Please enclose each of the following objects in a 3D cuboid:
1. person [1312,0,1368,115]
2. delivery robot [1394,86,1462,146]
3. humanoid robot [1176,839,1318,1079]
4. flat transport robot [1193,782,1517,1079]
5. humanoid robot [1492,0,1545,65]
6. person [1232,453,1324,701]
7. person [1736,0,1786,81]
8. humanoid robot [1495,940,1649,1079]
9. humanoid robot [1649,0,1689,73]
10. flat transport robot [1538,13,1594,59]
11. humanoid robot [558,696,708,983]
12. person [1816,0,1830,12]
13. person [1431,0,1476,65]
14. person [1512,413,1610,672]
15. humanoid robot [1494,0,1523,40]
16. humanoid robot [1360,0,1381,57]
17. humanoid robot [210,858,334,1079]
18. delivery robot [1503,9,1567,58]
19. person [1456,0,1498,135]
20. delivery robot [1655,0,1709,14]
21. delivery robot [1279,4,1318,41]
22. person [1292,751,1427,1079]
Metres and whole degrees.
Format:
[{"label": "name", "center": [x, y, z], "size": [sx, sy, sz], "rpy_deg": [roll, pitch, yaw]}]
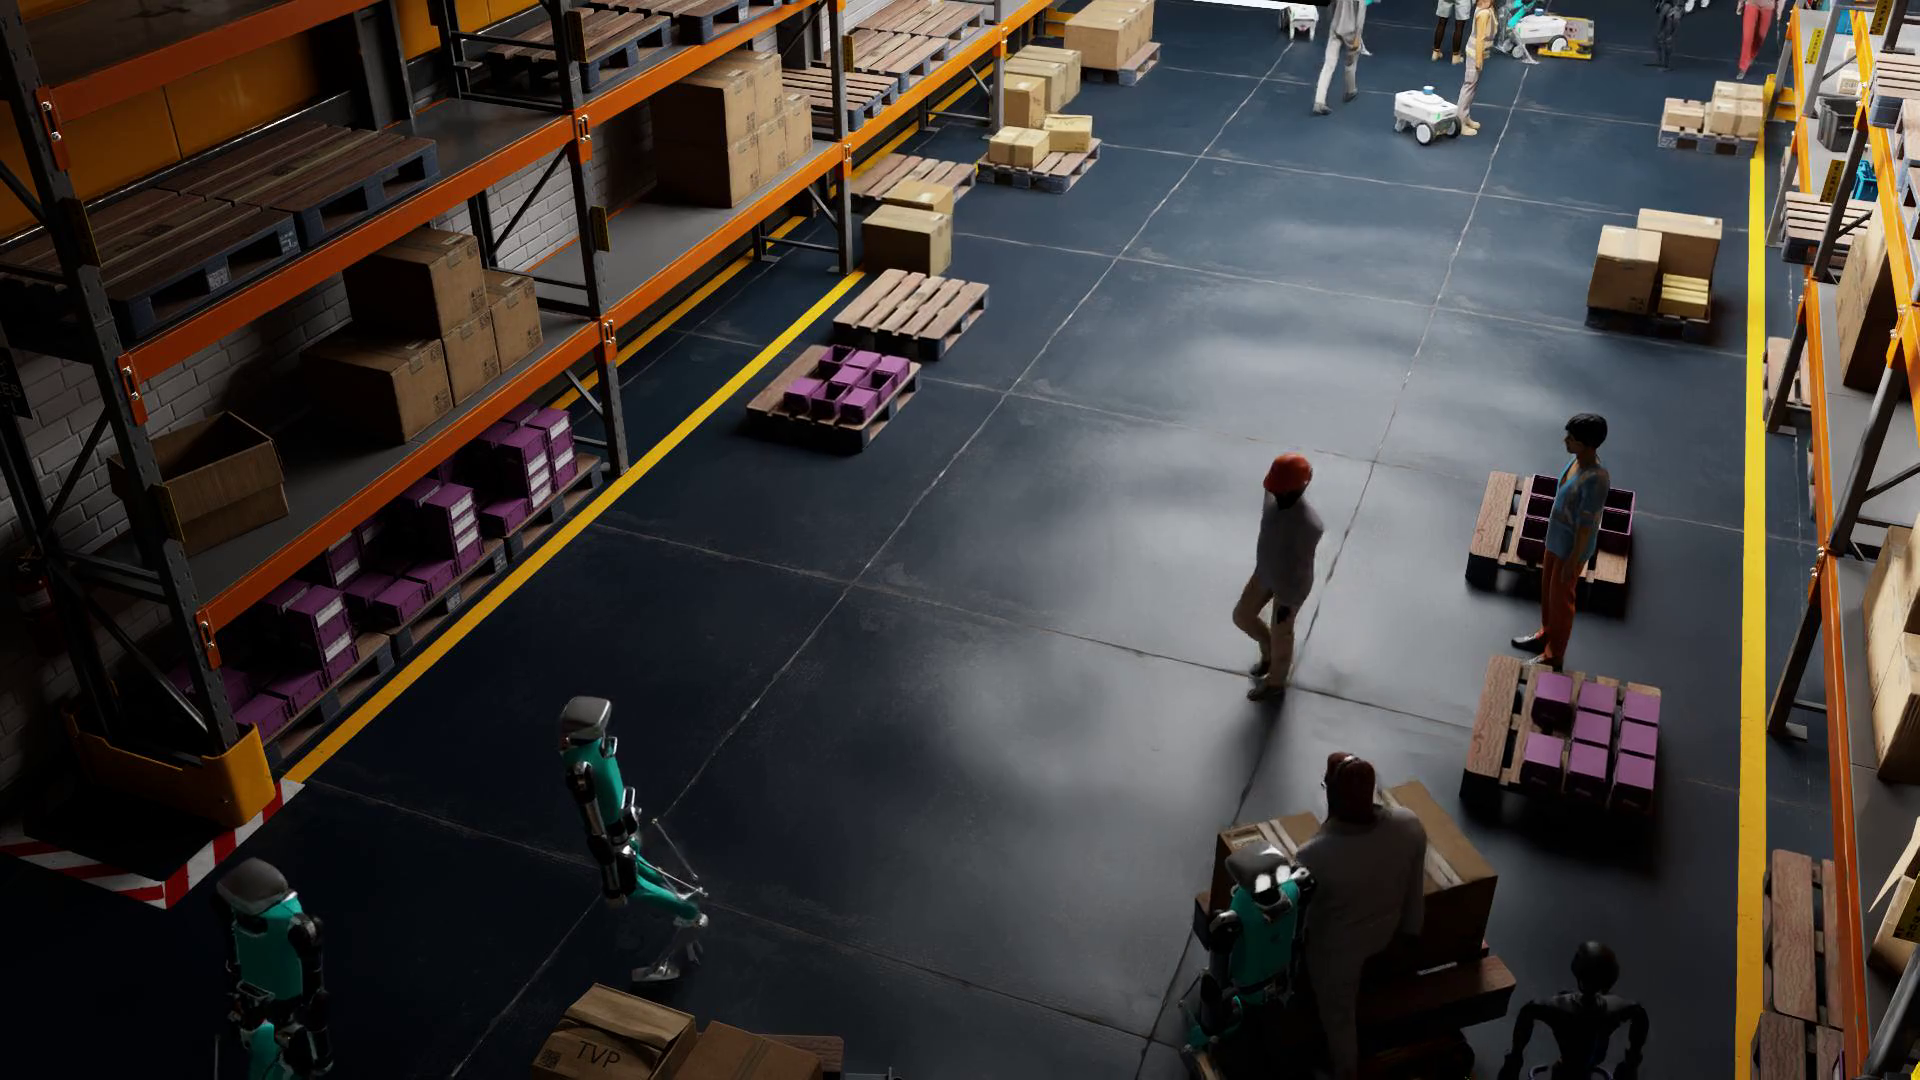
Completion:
[{"label": "person", "center": [4.448, -5.913, 19.324], "size": [0.538, 1.818, 1.057], "rpy_deg": [22, 39, 30]}, {"label": "delivery robot", "center": [5.264, -4.794, 18.759], "size": [0.499, 0.607, 0.778], "rpy_deg": [-20, 38, -28]}, {"label": "humanoid robot", "center": [1.132, 1.906, 7.309], "size": [0.572, 1.784, 0.891], "rpy_deg": [-19, 37, -27]}, {"label": "flat transport robot", "center": [1.888, 2.187, 8.207], "size": [0.659, 0.231, 1.431], "rpy_deg": [-10, 34, -15]}, {"label": "humanoid robot", "center": [7.045, -6.939, 21.005], "size": [0.572, 1.775, 0.919], "rpy_deg": [-24, 40, -32]}, {"label": "person", "center": [1.878, 0.226, 9.888], "size": [0.378, 1.728, 0.561], "rpy_deg": [-14, 35, -20]}, {"label": "person", "center": [9.863, -6.595, 20.464], "size": [0.539, 1.720, 0.780], "rpy_deg": [18, 37, 25]}, {"label": "humanoid robot", "center": [2.431, 2.299, 6.751], "size": [0.602, 1.649, 0.349], "rpy_deg": [0, 33, 0]}, {"label": "humanoid robot", "center": [8.798, -6.629, 20.569], "size": [0.402, 1.638, 0.610], "rpy_deg": [-3, 33, -5]}, {"label": "flat transport robot", "center": [7.954, -6.611, 21.823], "size": [0.659, 0.231, 1.431], "rpy_deg": [10, 34, 15]}, {"label": "humanoid robot", "center": [-1.457, 1.540, 7.954], "size": [0.713, 1.896, 0.538], "rpy_deg": [-2, 33, -4]}, {"label": "person", "center": [10.825, -6.779, 20.612], "size": [0.537, 1.865, 0.381], "rpy_deg": [-19, 37, -26]}, {"label": "person", "center": [6.236, -6.834, 20.859], "size": [0.535, 1.691, 0.319], "rpy_deg": [23, 39, 31]}, {"label": "person", "center": [3.704, 0.020, 10.191], "size": [0.338, 1.759, 0.501], "rpy_deg": [3, 33, 4]}, {"label": "humanoid robot", "center": [7.310, -7.413, 21.794], "size": [0.608, 1.637, 0.613], "rpy_deg": [12, 35, 19]}, {"label": "humanoid robot", "center": [5.163, -7.055, 21.168], "size": [0.794, 1.788, 0.530], "rpy_deg": [7, 34, 11]}, {"label": "humanoid robot", "center": [-2.982, 2.236, 6.825], "size": [0.543, 1.771, 1.025], "rpy_deg": [15, 36, 21]}, {"label": "delivery robot", "center": [7.420, -6.546, 21.447], "size": [0.774, 0.581, 0.499], "rpy_deg": [-8, 34, -12]}, {"label": "person", "center": [5.828, -5.435, 18.622], "size": [0.337, 1.768, 0.454], "rpy_deg": [10, 34, 15]}, {"label": "delivery robot", "center": [10.144, -7.681, 23.233], "size": [0.796, 0.613, 0.499], "rpy_deg": [-20, 38, -27]}, {"label": "delivery robot", "center": [4.543, -7.008, 22.151], "size": [0.499, 0.570, 0.753], "rpy_deg": [2, 33, 3]}, {"label": "person", "center": [1.656, 1.683, 7.503], "size": [0.654, 1.876, 0.778], "rpy_deg": [-17, 36, -24]}]
